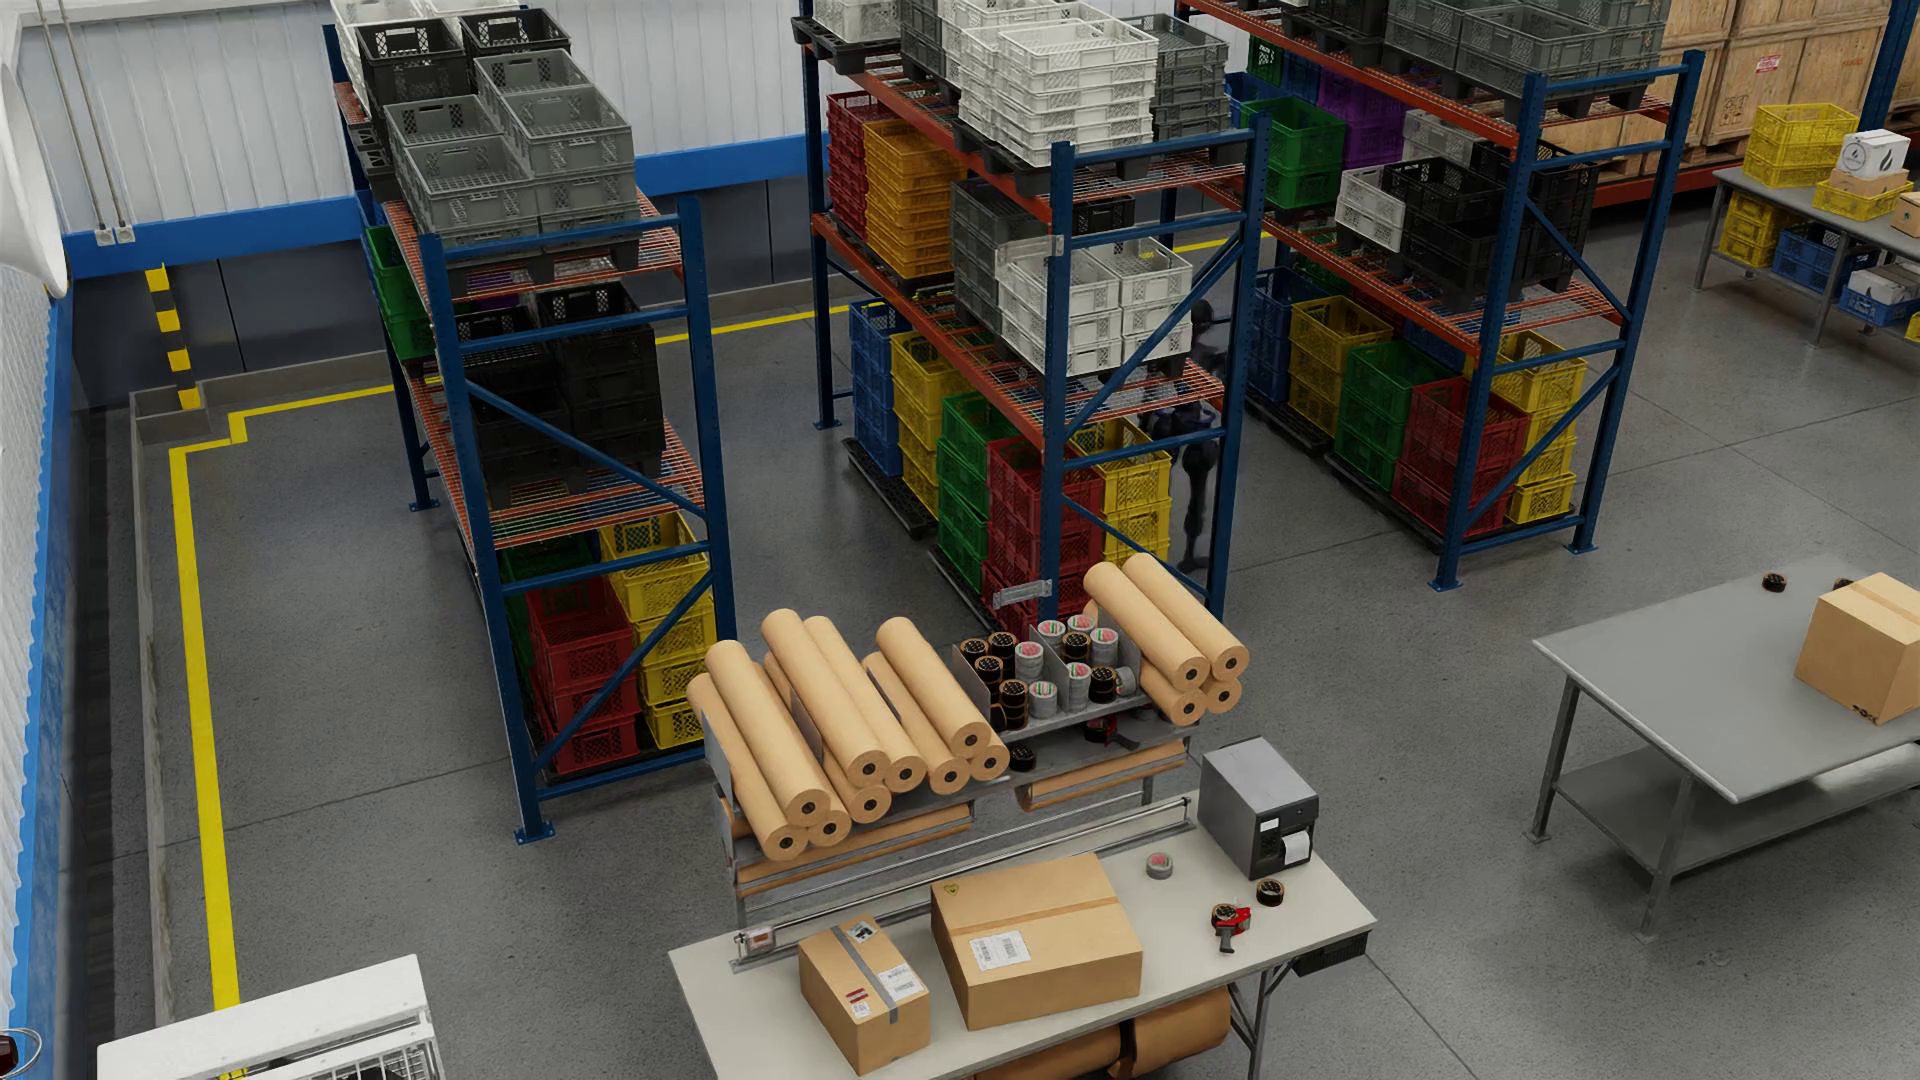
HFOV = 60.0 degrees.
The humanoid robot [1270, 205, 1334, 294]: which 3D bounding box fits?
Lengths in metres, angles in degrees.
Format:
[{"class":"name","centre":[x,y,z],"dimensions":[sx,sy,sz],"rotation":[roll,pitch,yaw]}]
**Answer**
[{"class":"humanoid robot","centre":[2.764,-2.777,13.123],"dimensions":[0.600,1.657,0.331],"rotation":[0,32,-1]}]

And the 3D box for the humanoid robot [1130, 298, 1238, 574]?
[{"class":"humanoid robot","centre":[1.292,-0.597,9.599],"dimensions":[0.679,1.646,0.391],"rotation":[14,34,21]}]
